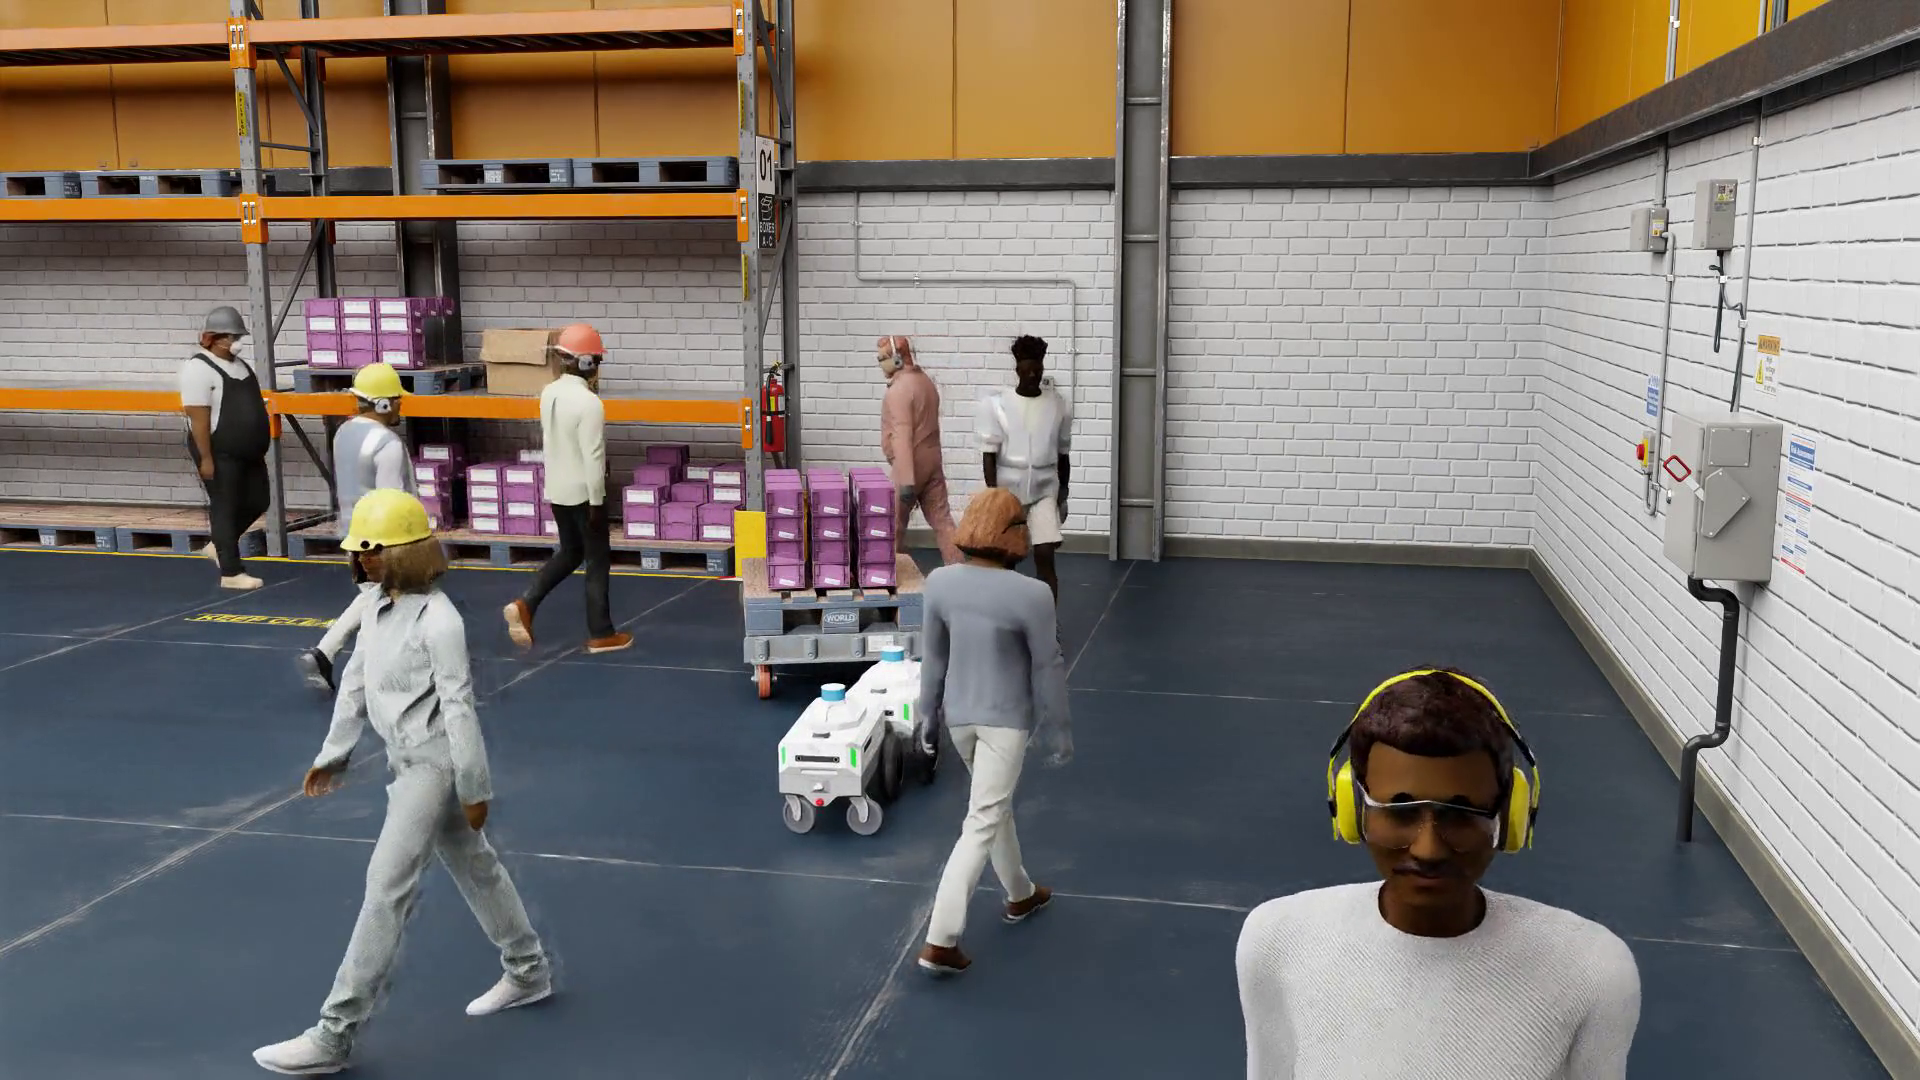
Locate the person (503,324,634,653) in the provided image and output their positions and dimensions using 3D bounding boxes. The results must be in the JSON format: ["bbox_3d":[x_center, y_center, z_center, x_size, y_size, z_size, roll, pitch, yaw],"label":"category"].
[{"bbox_3d":[-2.308,-0.280,9.789,0.716,1.979,0.626,-9,13,-44],"label":"person"}]

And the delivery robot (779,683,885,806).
[{"bbox_3d":[-0.530,0.848,6.986,0.477,0.478,0.707,1,10,7],"label":"delivery robot"}]

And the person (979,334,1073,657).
[{"bbox_3d":[0.396,-0.300,10.134,0.590,1.913,1.039,-1,9,-6],"label":"person"}]

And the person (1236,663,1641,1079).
[{"bbox_3d":[0.613,1.045,2.208,0.512,1.851,0.735,3,10,15],"label":"person"}]

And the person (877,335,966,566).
[{"bbox_3d":[-0.339,-0.481,11.414,0.959,1.842,0.724,4,10,23],"label":"person"}]

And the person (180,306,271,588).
[{"bbox_3d":[-5.241,-0.665,11.915,0.597,2.000,0.698,2,10,13],"label":"person"}]

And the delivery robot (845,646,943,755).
[{"bbox_3d":[-0.309,0.733,7.674,0.477,0.478,0.707,2,10,12],"label":"delivery robot"}]

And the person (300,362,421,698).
[{"bbox_3d":[-3.113,-0.031,8.786,0.602,1.809,0.700,9,13,42],"label":"person"}]

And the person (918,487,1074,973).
[{"bbox_3d":[0.101,0.613,5.577,0.518,1.588,0.865,7,12,35],"label":"person"}]

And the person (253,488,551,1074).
[{"bbox_3d":[-1.620,0.681,4.870,0.931,1.687,0.499,-7,12,-36],"label":"person"}]
